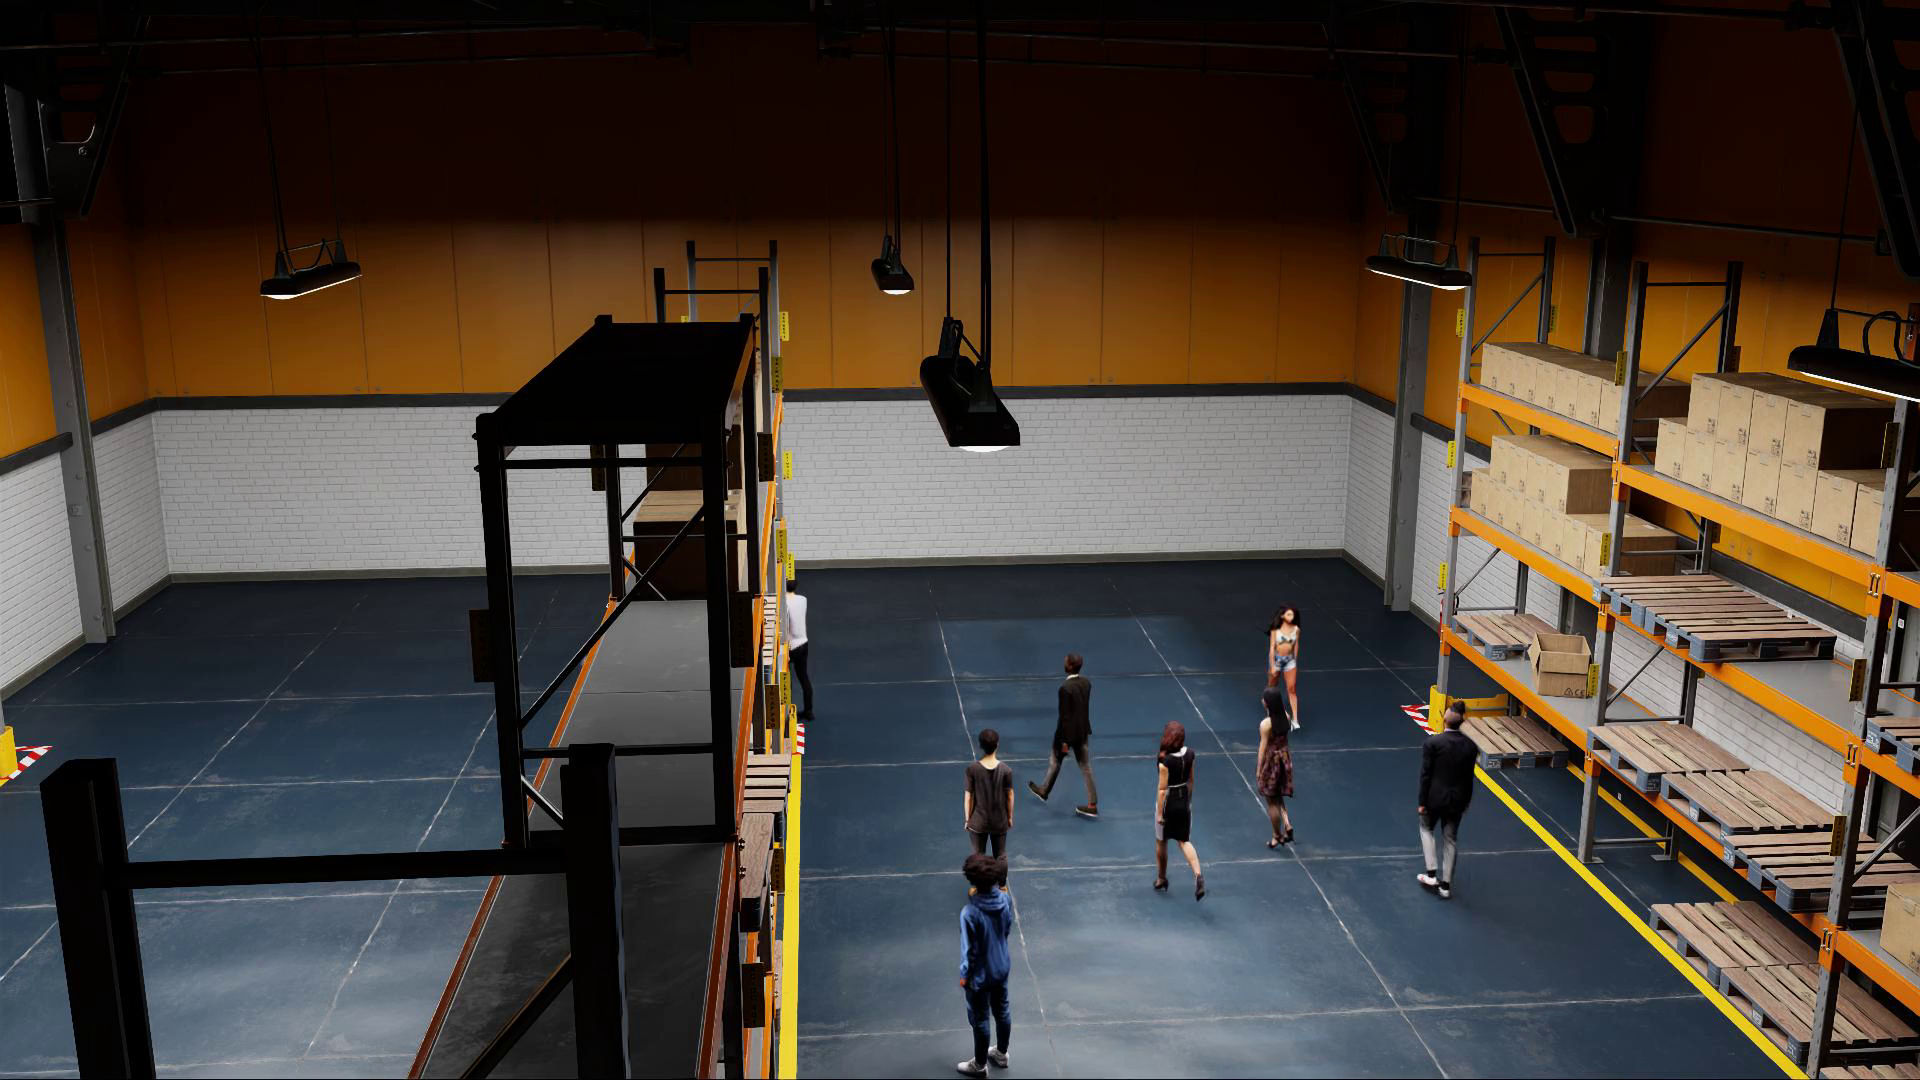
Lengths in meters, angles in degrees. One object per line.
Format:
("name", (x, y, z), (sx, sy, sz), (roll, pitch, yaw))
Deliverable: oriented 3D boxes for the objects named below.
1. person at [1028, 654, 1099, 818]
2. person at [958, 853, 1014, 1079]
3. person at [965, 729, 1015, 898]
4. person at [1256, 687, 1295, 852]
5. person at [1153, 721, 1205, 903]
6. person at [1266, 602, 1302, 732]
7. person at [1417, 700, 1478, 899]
("person", (1.282, 2.117, 17.757), (1.246, 1.756, 1.143), (13, 19, 43))
("person", (0.207, 3.280, 12.856), (0.754, 1.802, 0.780), (-12, 18, -41))
("person", (0.274, 2.620, 15.777), (0.611, 1.712, 0.539), (-1, 14, -4))
("person", (3.235, 2.351, 16.784), (0.801, 1.760, 0.861), (-12, 18, -41))
("person", (2.082, 2.595, 15.739), (0.854, 1.777, 1.107), (-7, 15, -28))
("person", (3.938, 1.535, 20.519), (0.584, 1.587, 0.997), (-2, 14, -8))
("person", (4.651, 2.492, 15.837), (0.727, 1.931, 0.654), (-2, 14, -7))
